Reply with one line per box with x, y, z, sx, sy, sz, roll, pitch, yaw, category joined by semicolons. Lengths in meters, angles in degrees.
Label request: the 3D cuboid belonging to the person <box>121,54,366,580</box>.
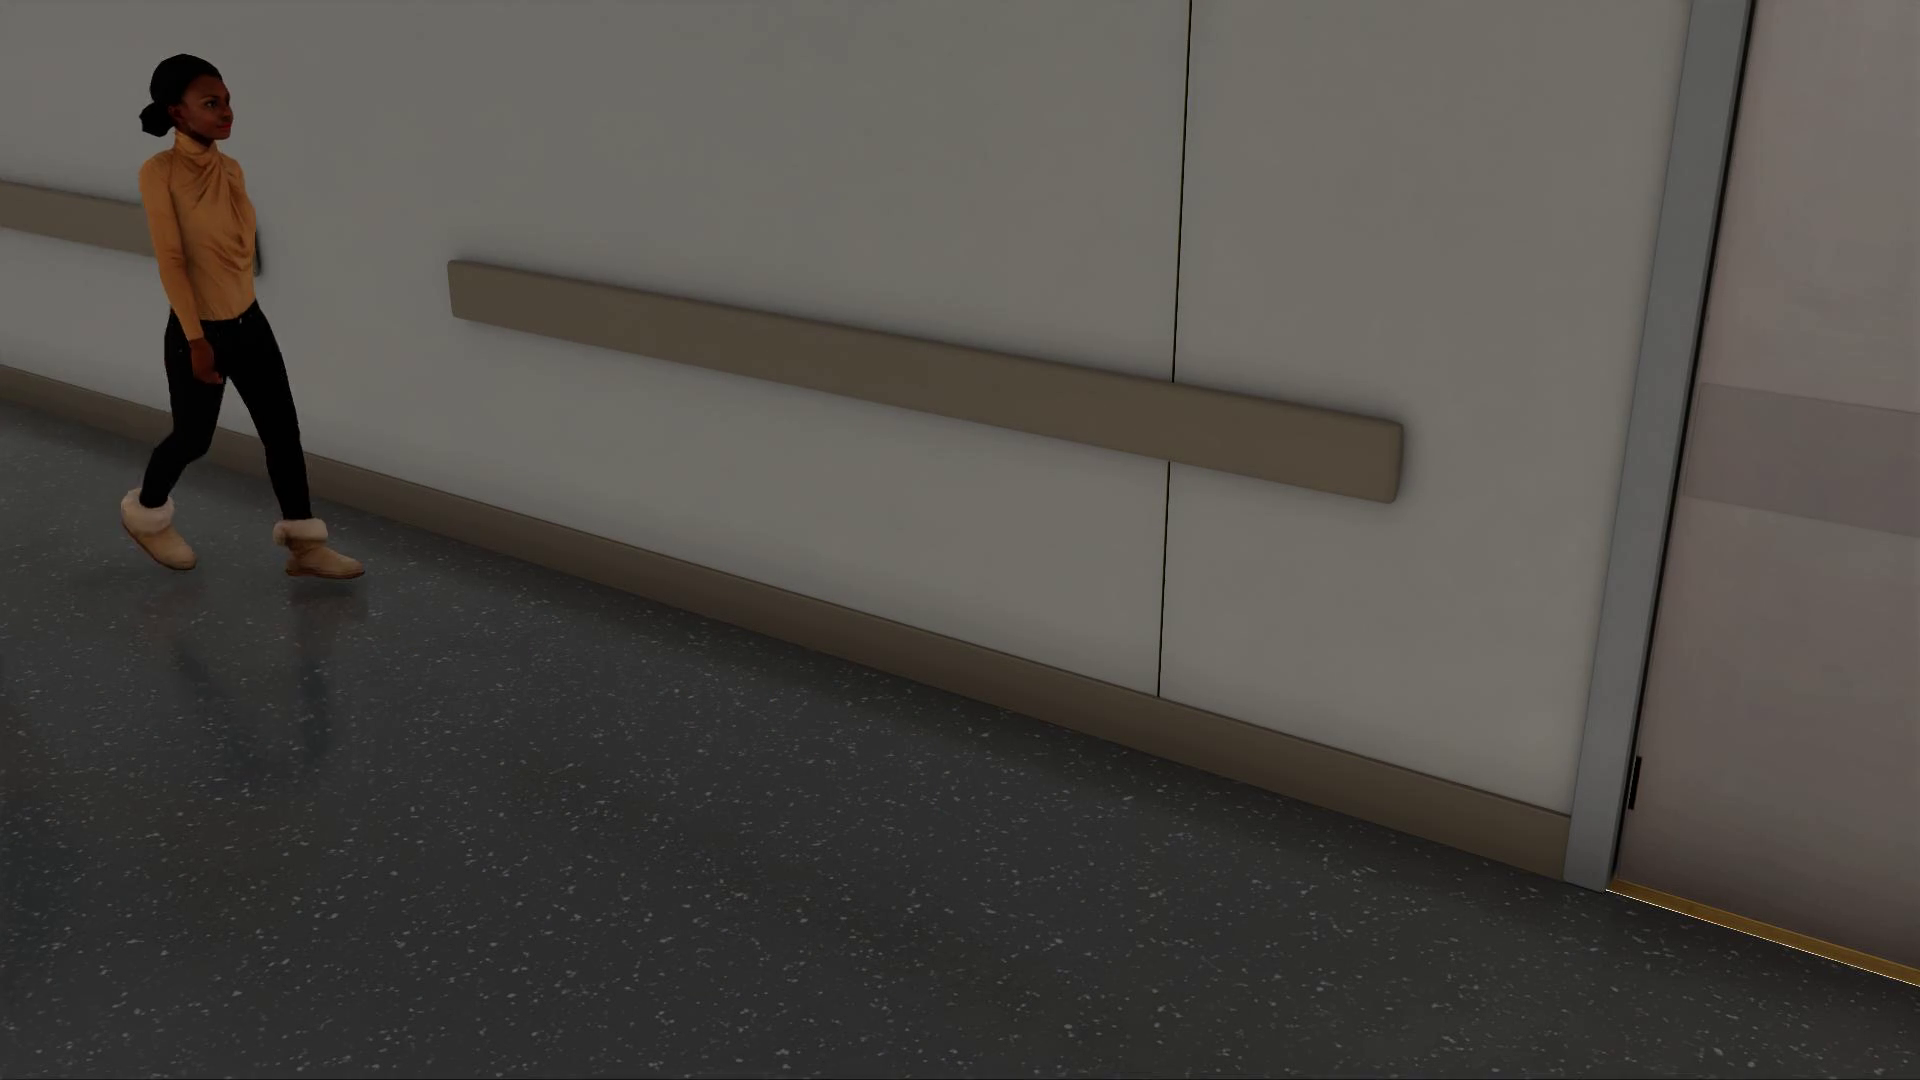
-2.380;-0.636;5.154;0.806;1.630;1.063;9;22;21;person
